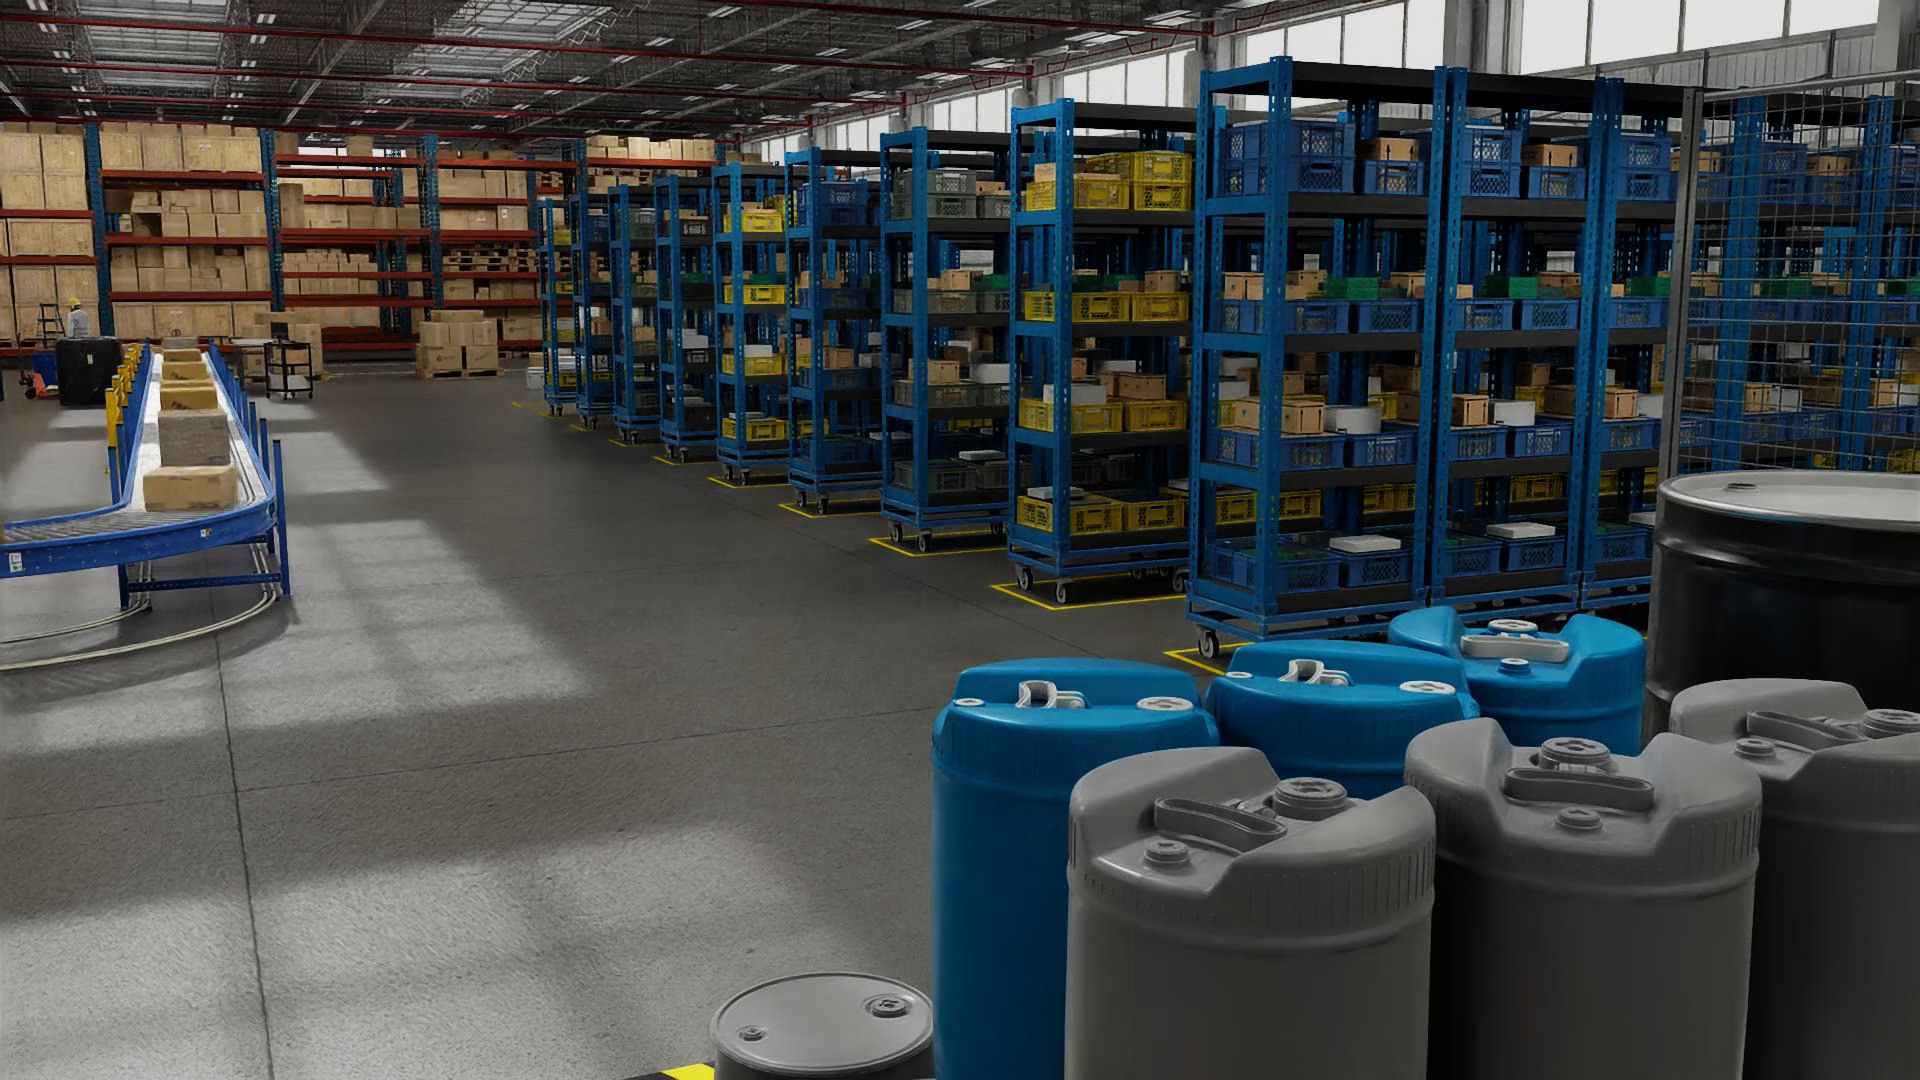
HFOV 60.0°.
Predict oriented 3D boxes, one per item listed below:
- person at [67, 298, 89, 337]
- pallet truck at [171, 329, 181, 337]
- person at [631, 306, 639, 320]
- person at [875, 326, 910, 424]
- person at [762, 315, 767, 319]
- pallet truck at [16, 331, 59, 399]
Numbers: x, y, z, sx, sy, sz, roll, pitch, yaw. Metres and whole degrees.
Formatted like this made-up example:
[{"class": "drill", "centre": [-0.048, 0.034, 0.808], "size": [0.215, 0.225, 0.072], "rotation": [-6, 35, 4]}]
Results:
[{"class": "person", "centre": [-20.222, -4.638, 38.149], "size": [0.404, 1.823, 0.591], "rotation": [2, 9, 13]}, {"class": "pallet truck", "centre": [-17.275, -3.851, 35.096], "size": [1.601, 1.201, 0.680], "rotation": [0, 9, 1]}, {"class": "person", "centre": [-9.055, -5.948, 46.498], "size": [0.810, 1.738, 0.521], "rotation": [-4, 10, -23]}, {"class": "person", "centre": [-1.042, -2.772, 26.312], "size": [0.992, 1.892, 0.622], "rotation": [-4, 10, -25]}, {"class": "person", "centre": [-5.807, -6.314, 48.186], "size": [1.047, 1.939, 0.652], "rotation": [-5, 10, -28]}, {"class": "pallet truck", "centre": [-17.082, -3.353, 31.781], "size": [1.630, 1.274, 0.653], "rotation": [-4, 10, -25]}]
